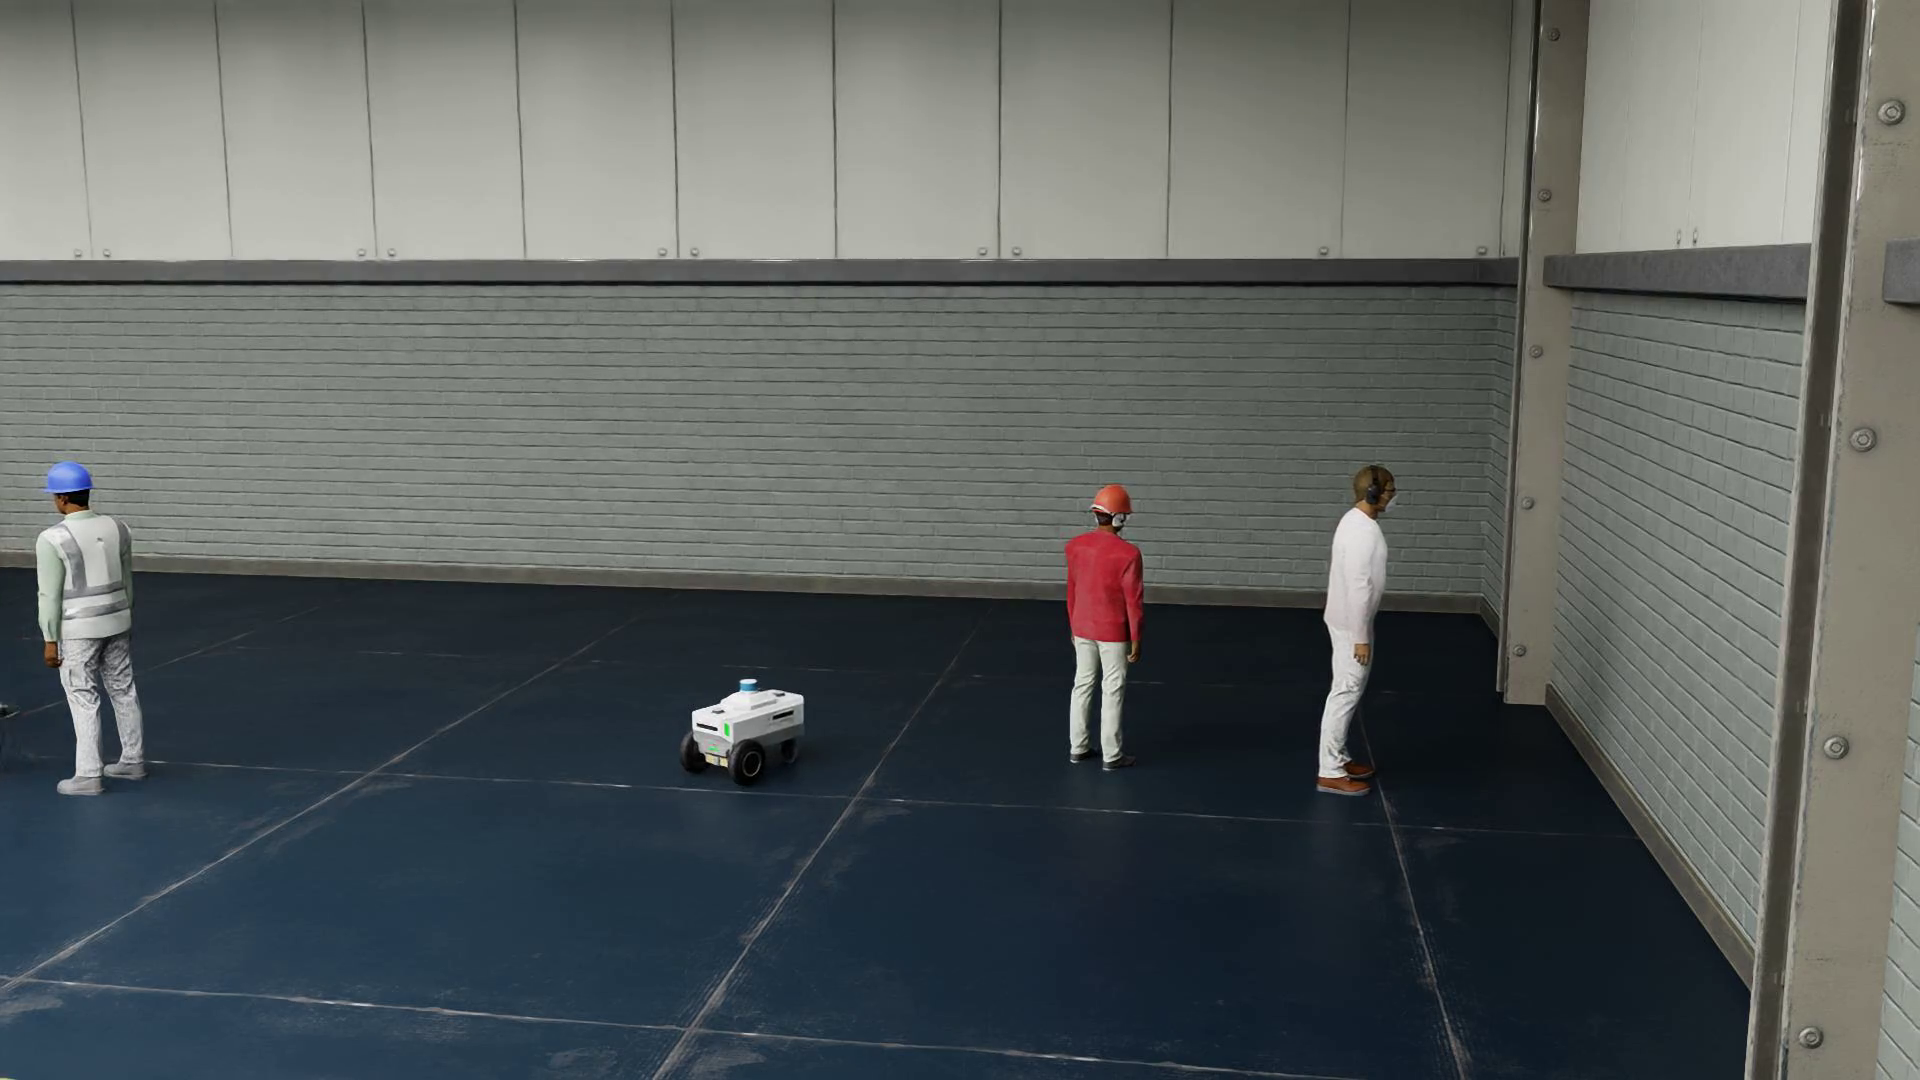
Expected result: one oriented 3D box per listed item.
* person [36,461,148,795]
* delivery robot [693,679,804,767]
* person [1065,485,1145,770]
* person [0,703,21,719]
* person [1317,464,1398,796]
[{"bbox_3d":[-5.087,0.507,9.699,0.425,1.938,0.604,3,10,20],"label":"person"},{"bbox_3d":[-1.273,1.087,10.072,0.477,0.478,0.707,7,12,38],"label":"delivery robot"},{"bbox_3d":[0.897,0.531,10.142,0.571,1.747,0.344,8,12,41],"label":"person"},{"bbox_3d":[-6.590,0.456,10.818,0.563,1.686,0.923,3,10,15],"label":"person"},{"bbox_3d":[2.324,0.513,9.716,0.389,1.927,0.645,3,10,15],"label":"person"}]
